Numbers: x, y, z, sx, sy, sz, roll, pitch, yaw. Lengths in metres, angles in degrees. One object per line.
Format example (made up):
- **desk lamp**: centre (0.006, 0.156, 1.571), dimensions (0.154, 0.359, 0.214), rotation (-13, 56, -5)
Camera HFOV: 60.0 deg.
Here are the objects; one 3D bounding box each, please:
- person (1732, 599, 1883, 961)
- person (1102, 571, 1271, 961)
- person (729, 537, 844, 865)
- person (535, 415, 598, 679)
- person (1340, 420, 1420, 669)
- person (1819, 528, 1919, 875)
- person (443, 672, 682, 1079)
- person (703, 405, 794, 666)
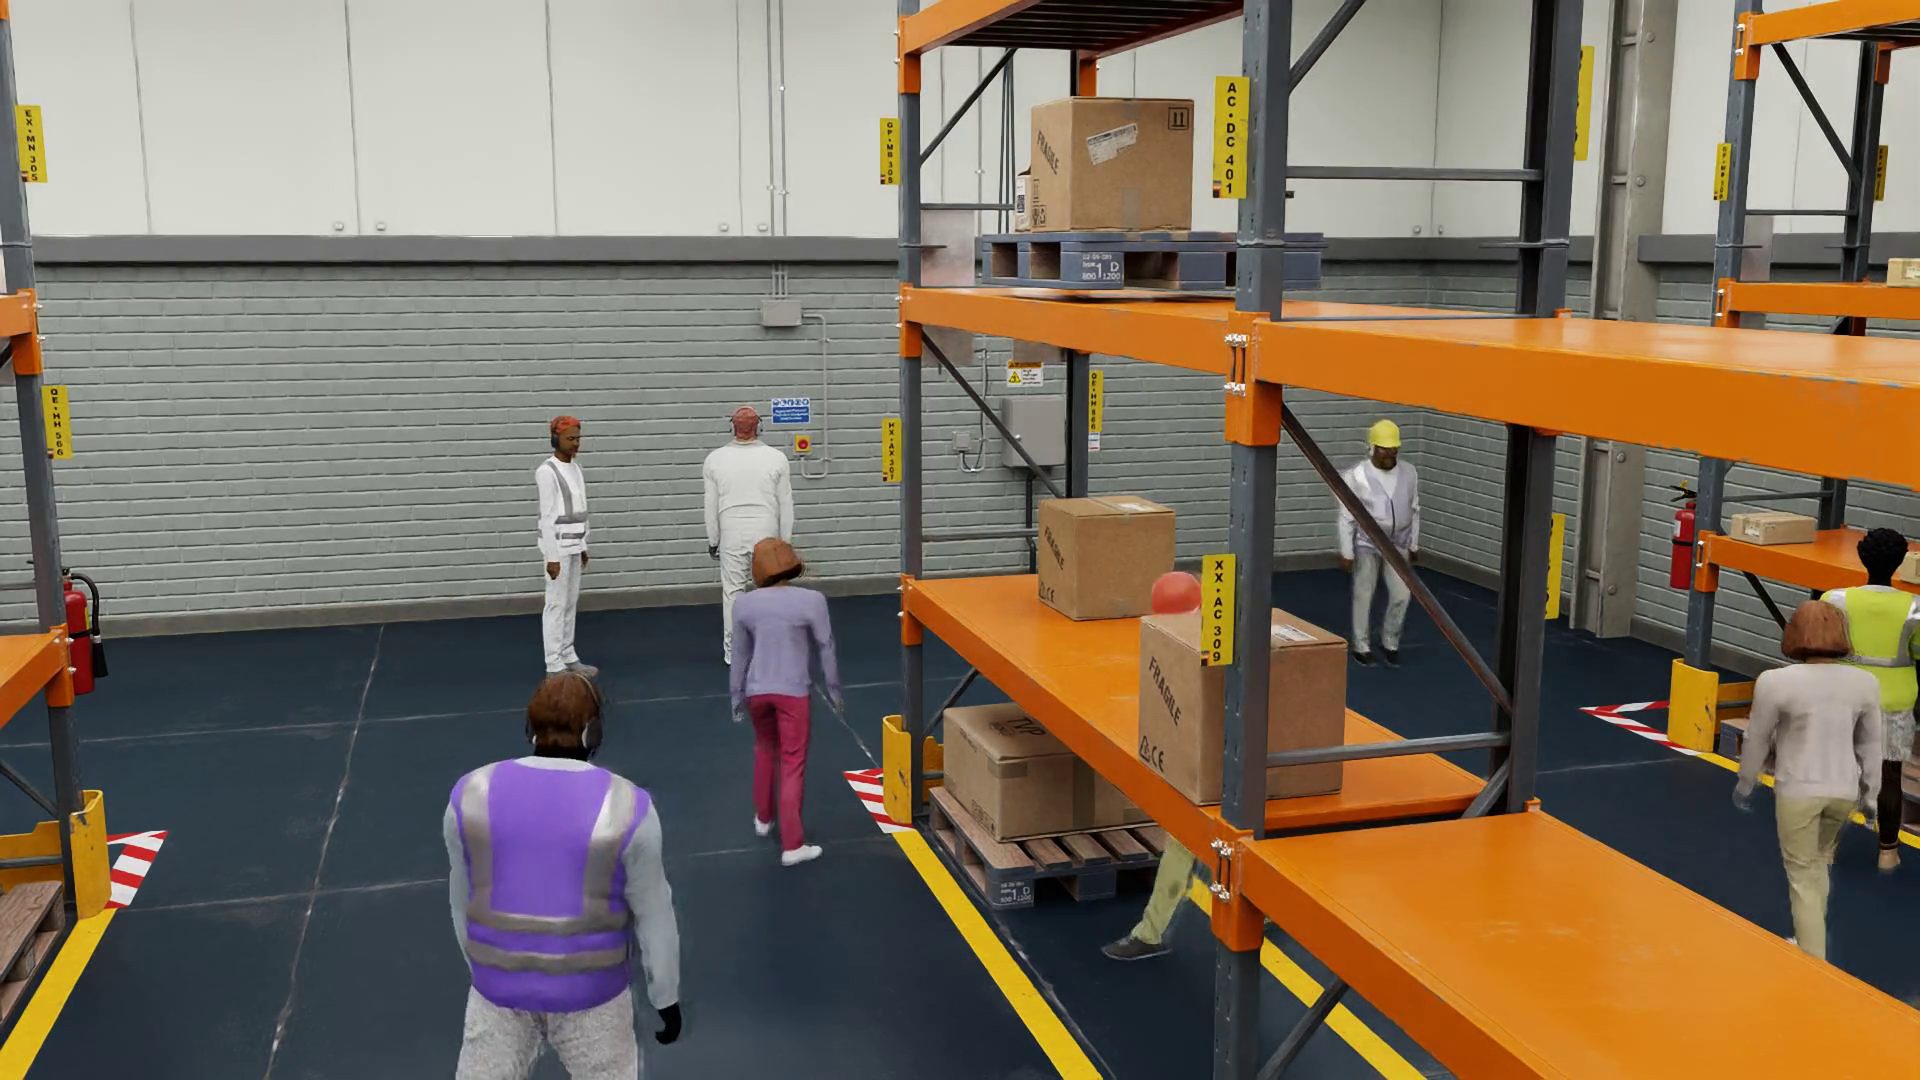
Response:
- **person**: centre (3.485, 1.043, 6.874), dimensions (0.509, 1.599, 0.677), rotation (-1, 10, -4)
- **person**: centre (1.057, 0.950, 7.190), dimensions (0.932, 1.683, 0.594), rotation (-3, 10, -18)
- **person**: centre (-0.898, 0.787, 8.366), dimensions (0.581, 1.597, 0.566), rotation (3, 10, 17)
- **person**: centre (-2.759, 0.070, 11.627), dimensions (0.356, 1.881, 0.575), rotation (1, 10, 8)
- **person**: centre (3.024, 0.044, 11.938), dimensions (0.642, 1.821, 0.528), rotation (-2, 10, -11)
- **person**: centre (4.425, 0.781, 8.099), dimensions (0.542, 1.697, 0.316), rotation (5, 11, 25)
- **person**: centre (-1.213, 1.303, 4.803), dimensions (0.806, 1.820, 0.539), rotation (0, 10, 1)
- **person**: centre (-1.524, -0.025, 12.081), dimensions (0.643, 1.913, 0.408), rotation (0, 10, -2)
